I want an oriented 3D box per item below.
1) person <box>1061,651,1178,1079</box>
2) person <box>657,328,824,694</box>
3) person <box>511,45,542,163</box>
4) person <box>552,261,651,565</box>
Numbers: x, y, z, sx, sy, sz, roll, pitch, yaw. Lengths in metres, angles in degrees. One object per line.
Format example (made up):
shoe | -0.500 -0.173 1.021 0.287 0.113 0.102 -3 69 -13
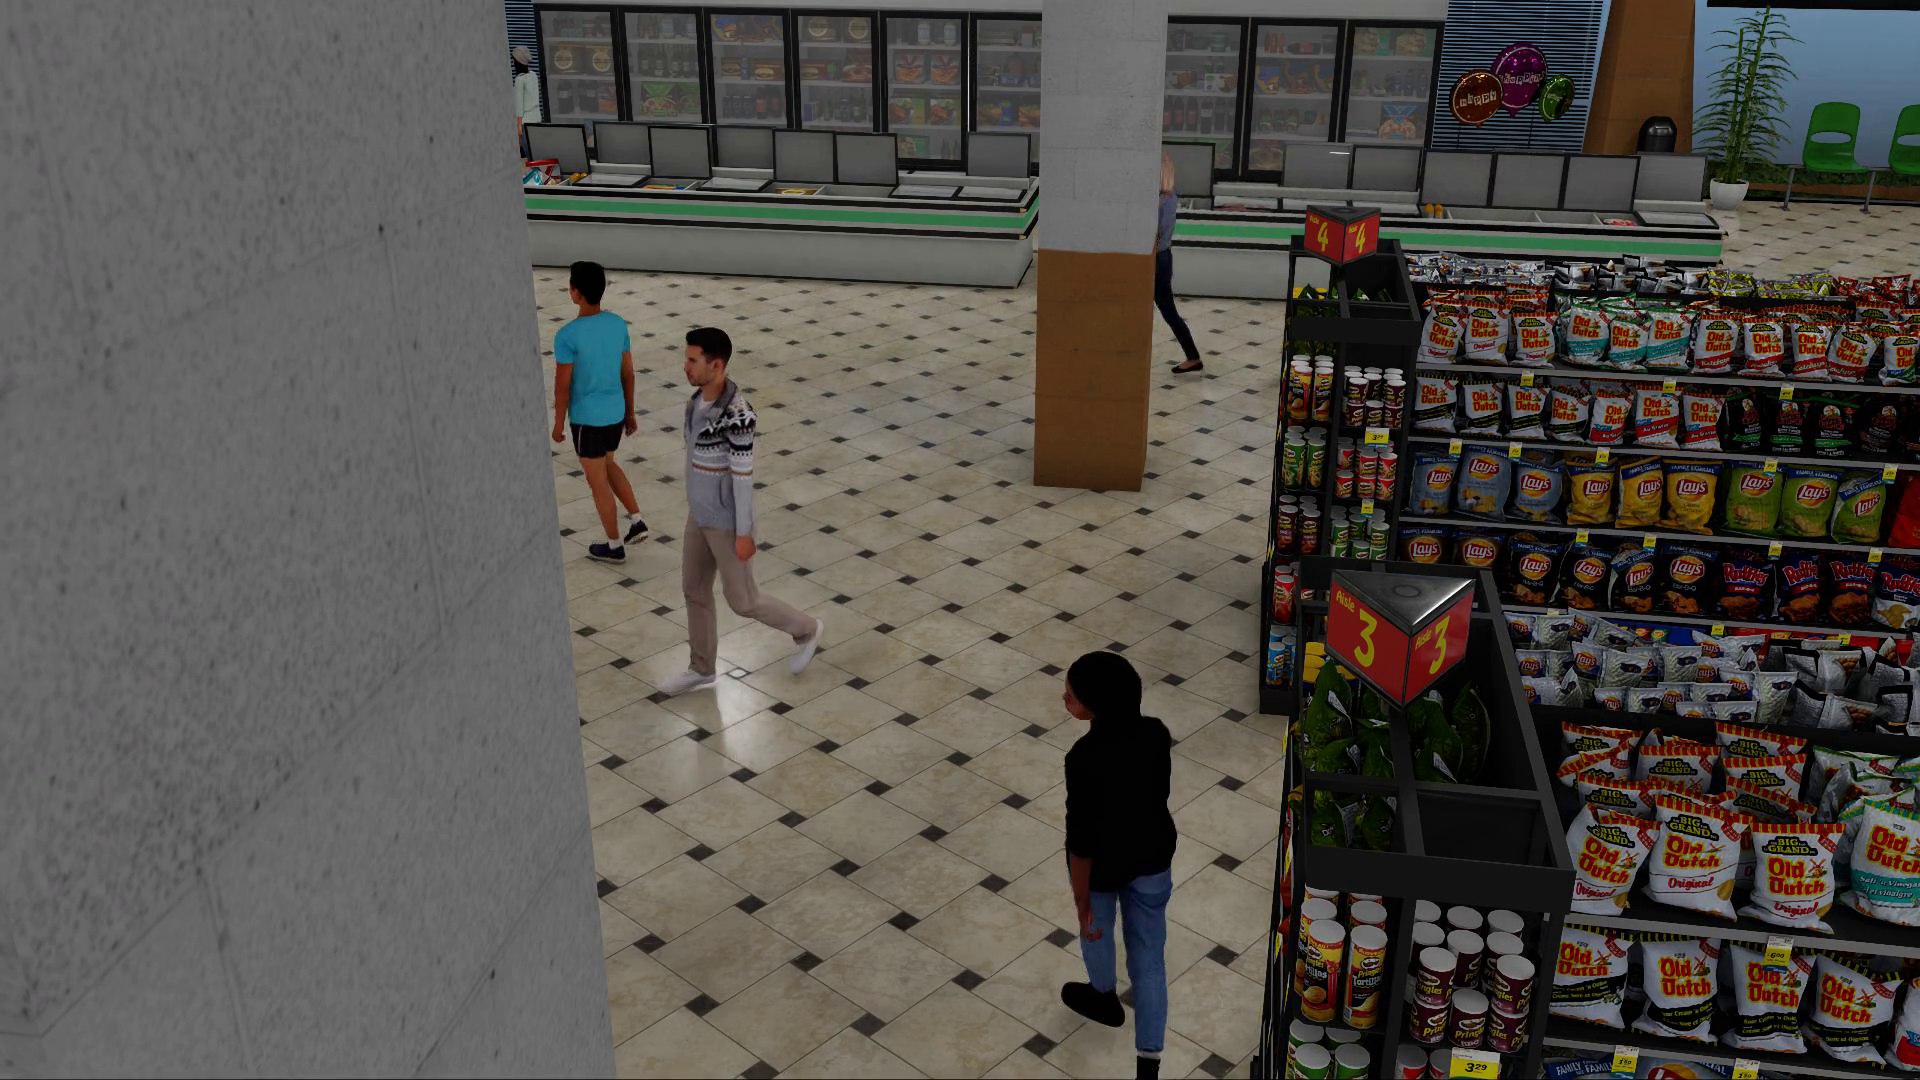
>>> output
person | 0.539 1.137 5.356 1.052 1.651 0.885 -3 24 -8
person | -1.069 -0.135 8.019 1.178 1.845 1.091 -14 27 -29
person | -4.879 -4.758 18.832 0.524 1.647 0.577 7 25 15
person | -1.972 -0.667 9.340 0.801 1.762 0.757 17 29 34
